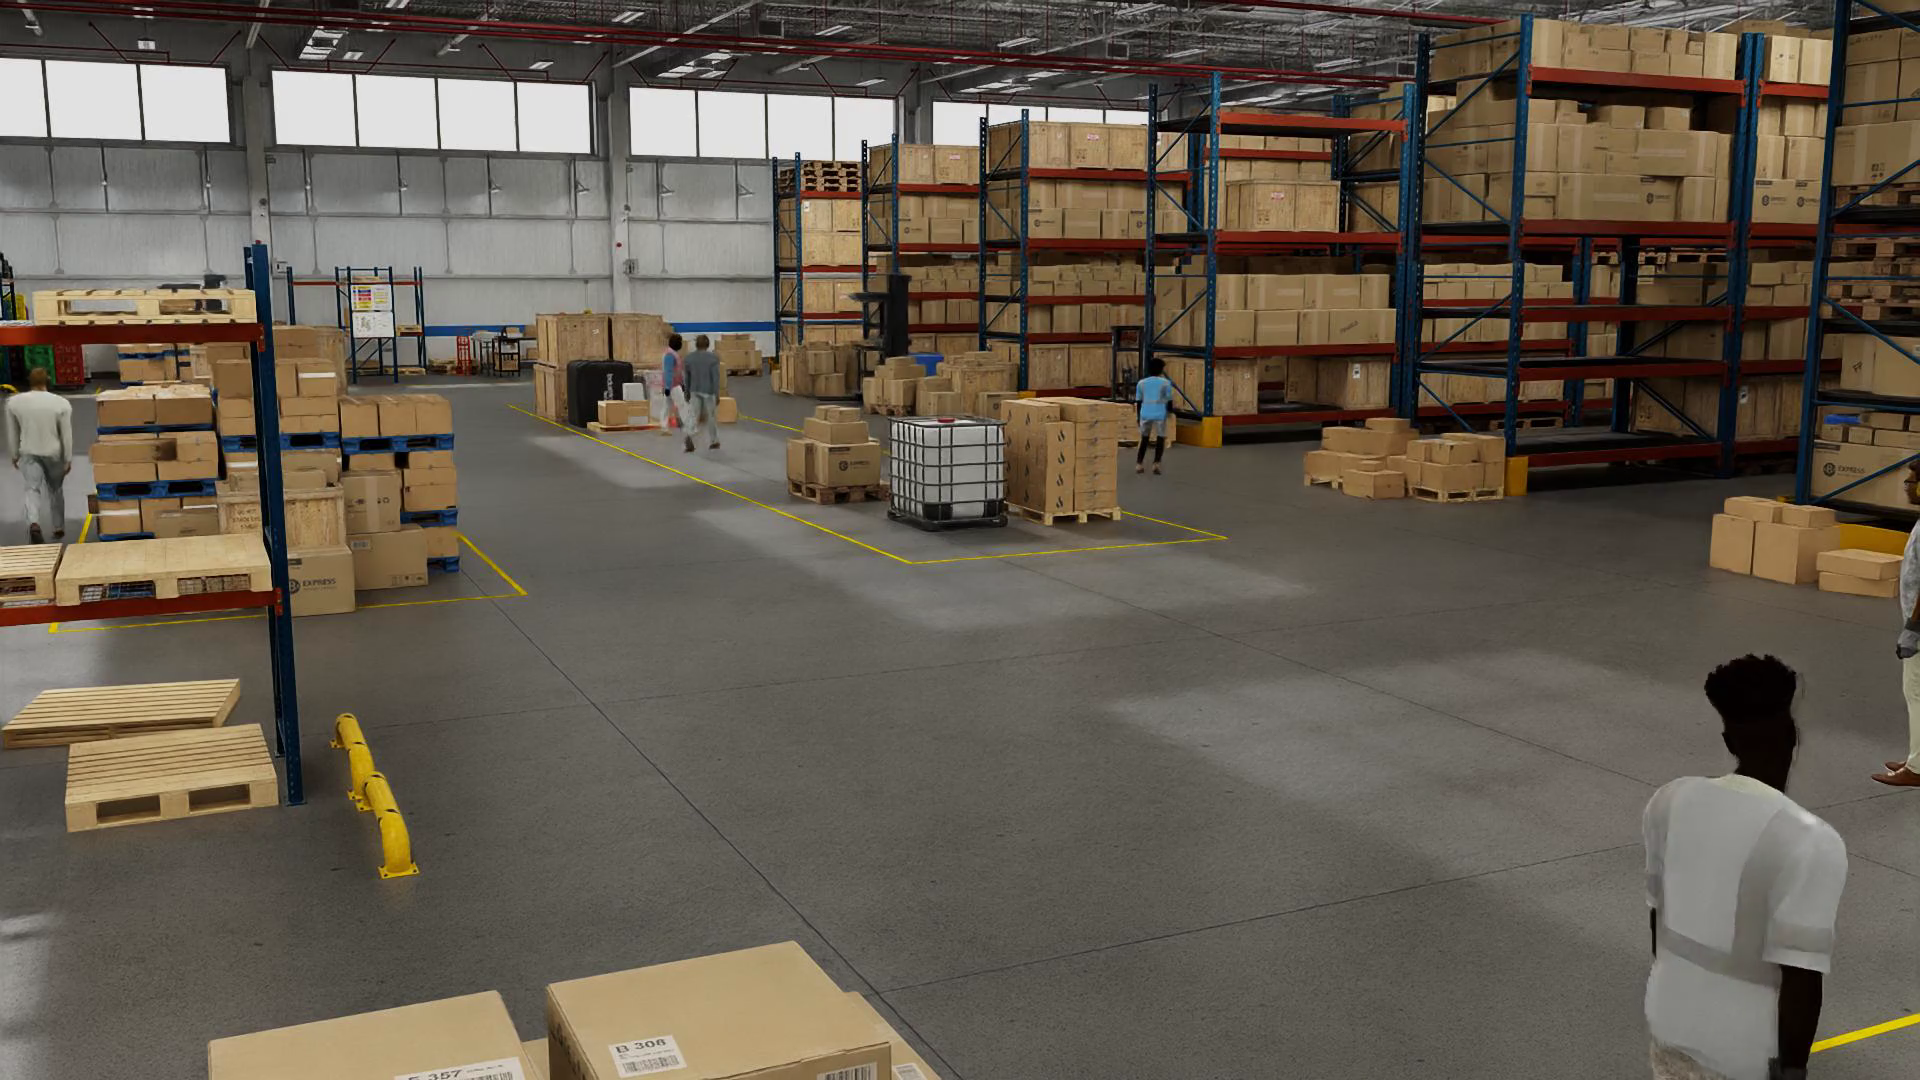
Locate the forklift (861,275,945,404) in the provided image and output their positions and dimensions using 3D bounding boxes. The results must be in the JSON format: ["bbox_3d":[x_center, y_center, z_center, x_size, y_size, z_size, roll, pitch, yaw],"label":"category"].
[{"bbox_3d":[-1.321,-4.433,36.590,1.873,2.768,1.129,-2,9,-11],"label":"forklift"}]

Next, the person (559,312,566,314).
[{"bbox_3d":[-9.637,-4.552,40.278,0.385,1.928,0.546,0,9,1],"label":"person"}]

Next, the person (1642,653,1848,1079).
[{"bbox_3d":[1.967,1.258,4.238,0.477,1.923,0.672,-3,10,-18],"label":"person"}]

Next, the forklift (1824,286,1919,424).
[{"bbox_3d":[11.966,-1.913,20.953,1.873,2.768,1.129,-4,10,-25],"label":"forklift"}]

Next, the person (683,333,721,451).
[{"bbox_3d":[-4.175,-2.390,26.912,0.644,1.923,0.787,2,9,14],"label":"person"}]

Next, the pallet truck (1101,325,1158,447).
[{"bbox_3d":[2.881,-2.596,27.923,0.823,1.965,1.885,-1,9,-7],"label":"pallet truck"}]

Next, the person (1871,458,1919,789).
[{"bbox_3d":[5.392,0.465,9.335,0.310,1.868,0.532,9,13,43],"label":"person"}]

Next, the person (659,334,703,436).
[{"bbox_3d":[-4.905,-2.701,29.203,0.891,1.801,0.620,-1,9,-7],"label":"person"}]

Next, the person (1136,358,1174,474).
[{"bbox_3d":[2.798,-1.766,23.783,0.542,1.668,0.453,5,10,29],"label":"person"}]

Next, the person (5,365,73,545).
[{"bbox_3d":[-9.769,-0.904,17.699,0.629,1.913,0.925,-4,10,-25],"label":"person"}]

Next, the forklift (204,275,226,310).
[{"bbox_3d":[-16.467,-4.479,36.873,1.873,2.768,1.129,-4,10,-25],"label":"forklift"}]
